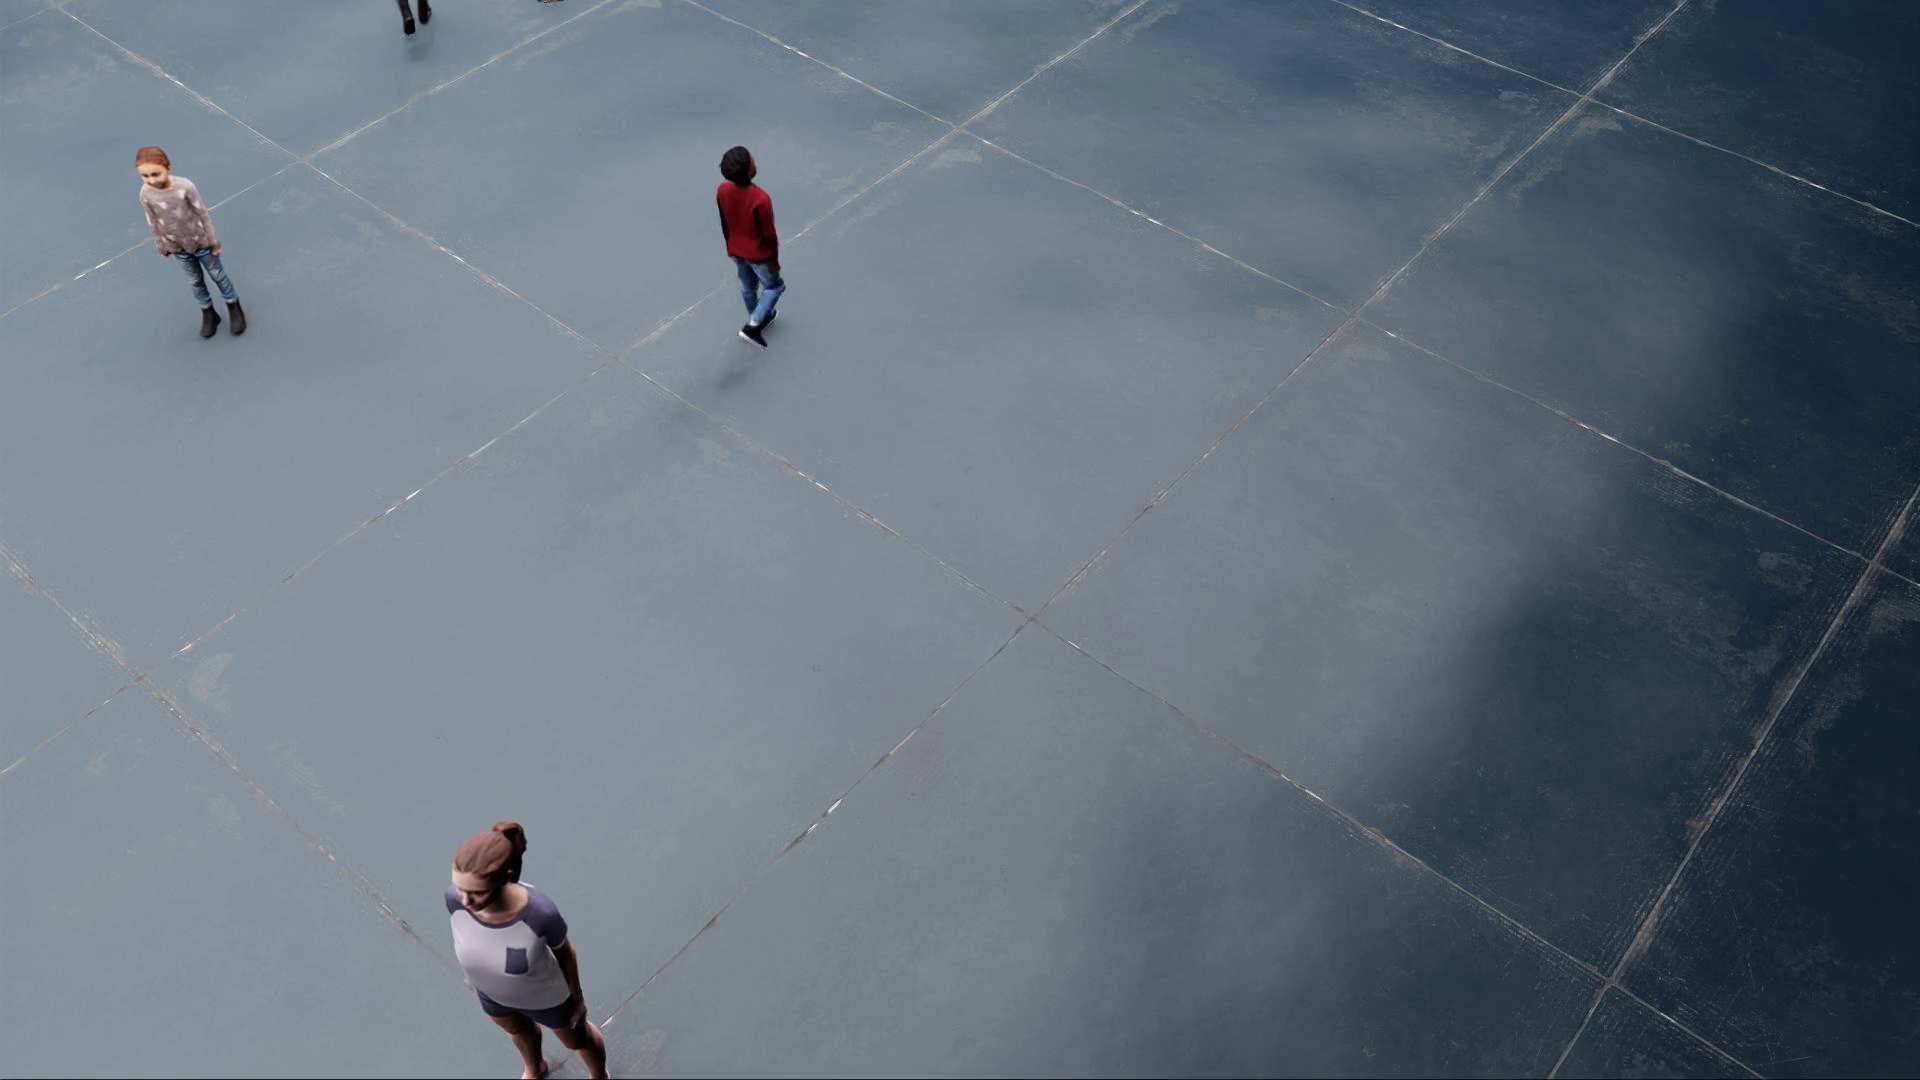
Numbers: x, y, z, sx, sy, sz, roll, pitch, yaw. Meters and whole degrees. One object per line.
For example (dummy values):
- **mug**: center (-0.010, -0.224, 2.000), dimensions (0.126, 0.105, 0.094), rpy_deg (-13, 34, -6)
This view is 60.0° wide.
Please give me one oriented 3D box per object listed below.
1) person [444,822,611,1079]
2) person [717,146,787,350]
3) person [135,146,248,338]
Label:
- **person**: center (-1.507, 1.541, 5.818), dimensions (0.670, 1.767, 0.685), rpy_deg (10, 48, 9)
- **person**: center (-1.159, -1.562, 9.040), dimensions (0.550, 1.249, 0.663), rpy_deg (25, 52, 21)
- **person**: center (-4.251, -1.666, 9.172), dimensions (0.554, 1.196, 0.624), rpy_deg (-8, 48, -7)
